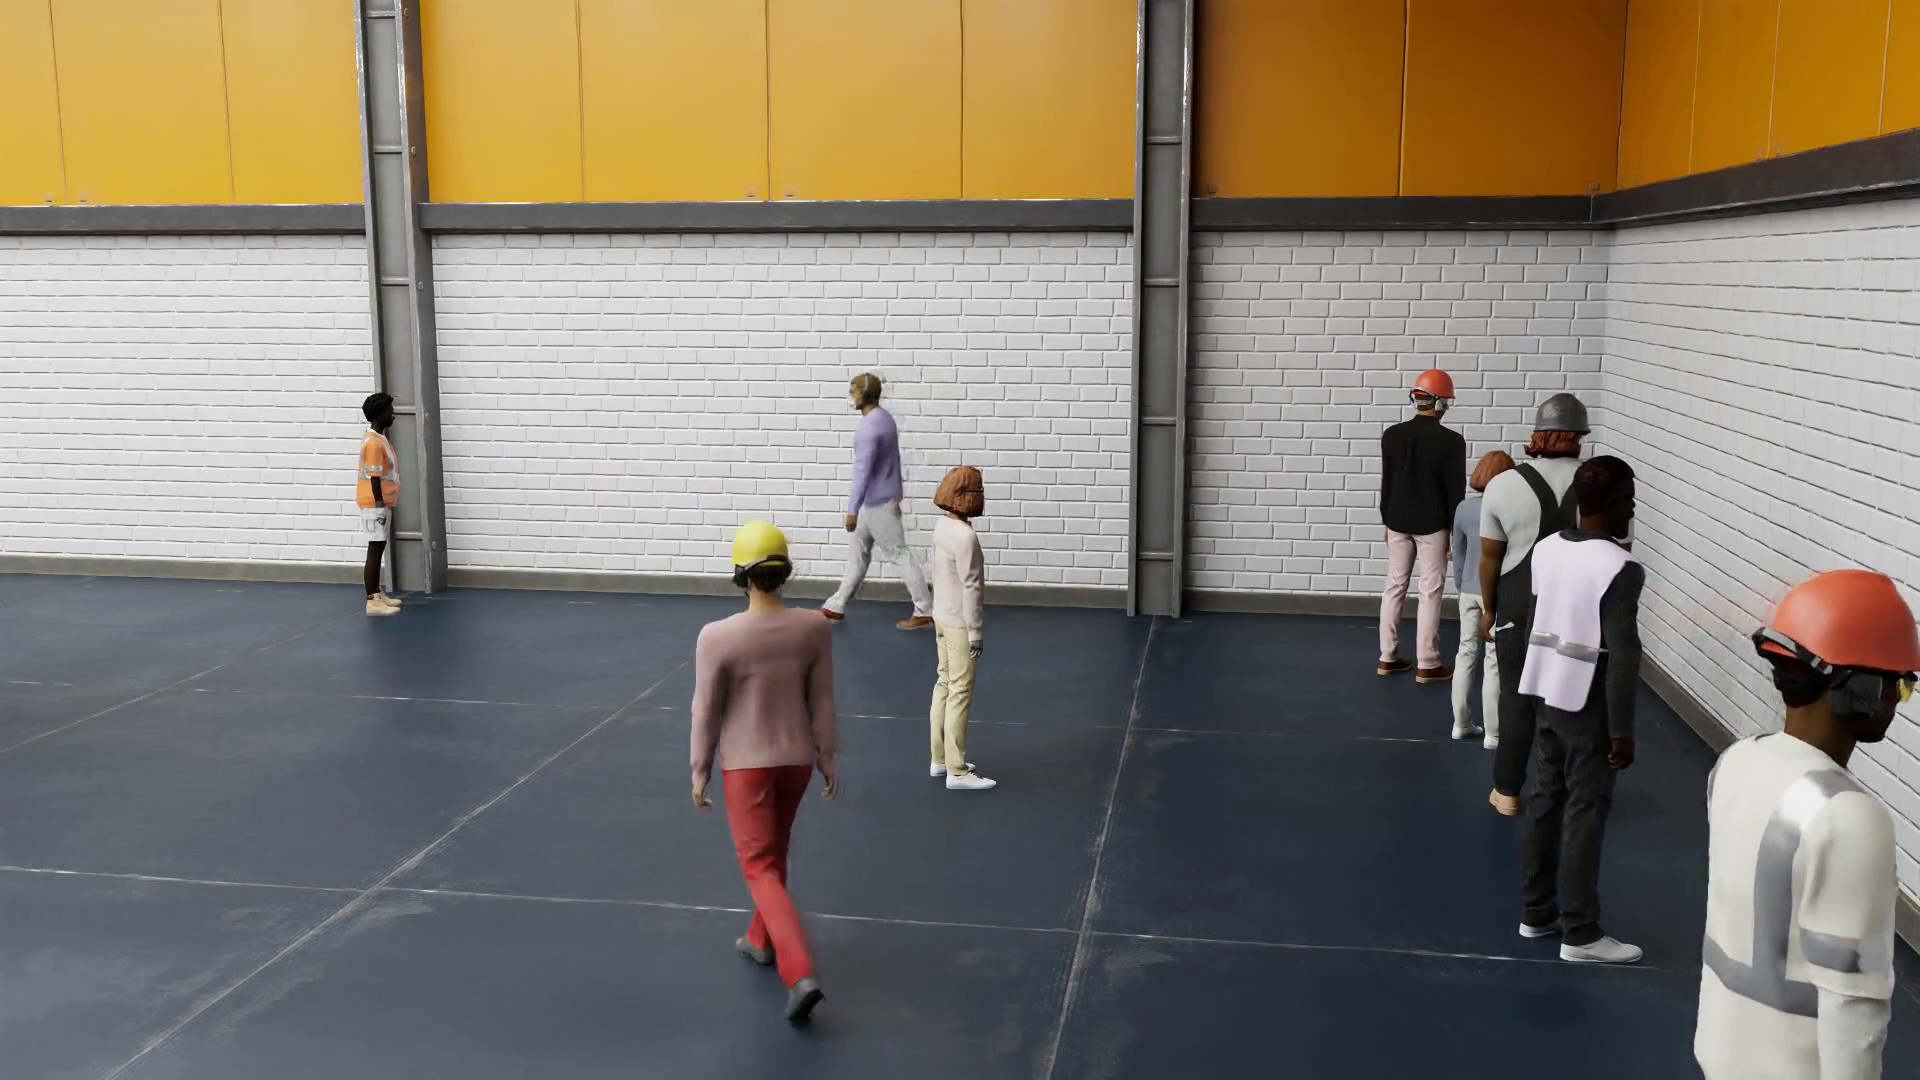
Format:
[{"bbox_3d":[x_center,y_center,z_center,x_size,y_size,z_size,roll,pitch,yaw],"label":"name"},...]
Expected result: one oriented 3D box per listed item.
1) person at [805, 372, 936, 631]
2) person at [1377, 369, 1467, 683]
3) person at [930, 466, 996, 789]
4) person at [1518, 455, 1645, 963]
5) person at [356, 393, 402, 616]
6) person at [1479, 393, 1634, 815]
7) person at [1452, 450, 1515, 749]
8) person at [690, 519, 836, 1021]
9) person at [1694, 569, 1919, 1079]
[{"bbox_3d":[-0.622,-0.269,12.022,1.037,1.880,0.651,1,9,6],"label":"person"},{"bbox_3d":[2.948,-0.090,10.577,0.401,1.986,0.613,-9,13,-43],"label":"person"},{"bbox_3d":[0.002,0.436,8.412,0.265,1.632,0.508,-3,10,-19],"label":"person"},{"bbox_3d":[2.351,0.633,6.327,0.396,1.916,0.590,-2,9,-14],"label":"person"},{"bbox_3d":[-4.412,-0.274,12.627,0.321,1.691,0.531,-3,10,-16],"label":"person"},{"bbox_3d":[2.820,0.307,7.953,0.684,2.000,0.536,3,10,16],"label":"person"},{"bbox_3d":[2.904,0.322,9.112,0.286,1.635,0.497,-5,10,-28],"label":"person"},{"bbox_3d":[-0.665,0.795,5.906,0.530,1.736,0.844,-6,11,-32],"label":"person"},{"bbox_3d":[1.649,1.065,3.306,0.623,2.029,0.669,1,9,6],"label":"person"}]
